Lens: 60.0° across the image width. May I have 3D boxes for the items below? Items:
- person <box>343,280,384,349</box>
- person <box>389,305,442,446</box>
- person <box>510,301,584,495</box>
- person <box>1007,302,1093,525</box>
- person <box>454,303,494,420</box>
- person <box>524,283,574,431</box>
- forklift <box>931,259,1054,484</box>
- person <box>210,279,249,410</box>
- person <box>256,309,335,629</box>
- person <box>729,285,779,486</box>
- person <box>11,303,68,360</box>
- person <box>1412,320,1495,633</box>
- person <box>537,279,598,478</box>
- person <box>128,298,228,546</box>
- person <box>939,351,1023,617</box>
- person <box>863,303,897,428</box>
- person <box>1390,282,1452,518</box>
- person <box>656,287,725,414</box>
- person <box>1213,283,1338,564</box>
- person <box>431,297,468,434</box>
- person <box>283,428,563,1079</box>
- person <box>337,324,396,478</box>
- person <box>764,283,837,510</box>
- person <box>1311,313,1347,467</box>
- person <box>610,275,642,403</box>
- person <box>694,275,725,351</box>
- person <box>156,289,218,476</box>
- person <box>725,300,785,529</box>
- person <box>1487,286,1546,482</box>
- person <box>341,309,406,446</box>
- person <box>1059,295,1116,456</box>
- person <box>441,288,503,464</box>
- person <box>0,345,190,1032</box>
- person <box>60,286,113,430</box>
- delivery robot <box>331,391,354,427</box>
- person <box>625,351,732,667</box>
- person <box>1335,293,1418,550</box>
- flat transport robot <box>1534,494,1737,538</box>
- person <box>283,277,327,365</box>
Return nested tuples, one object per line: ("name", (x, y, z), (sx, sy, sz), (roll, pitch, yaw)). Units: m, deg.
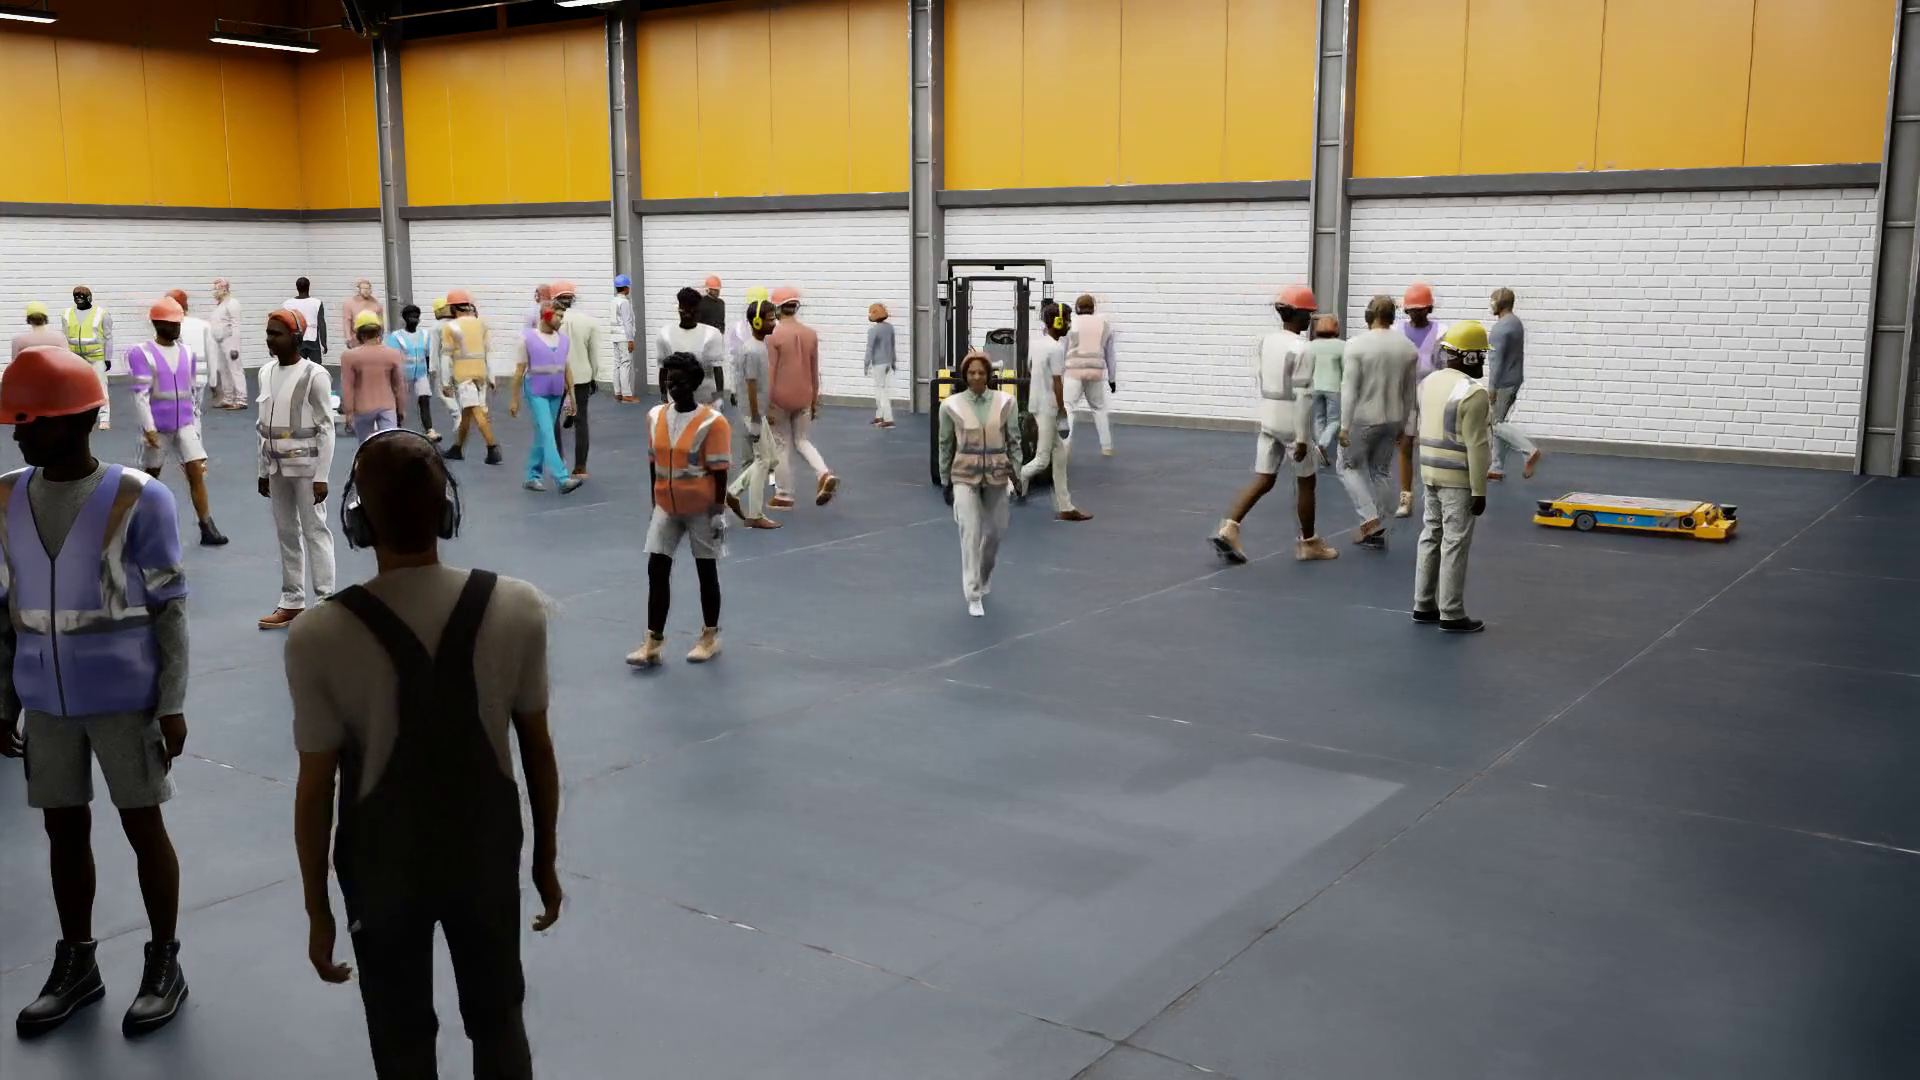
("person", (-9.626, -3.262, 26.875), (0.647, 1.856, 1.033), (-5, 11, -28))
("person", (-6.429, -1.929, 19.515), (0.551, 1.634, 0.915), (-9, 13, -42))
("person", (-3.783, -1.306, 15.404), (0.970, 1.785, 0.609), (7, 12, 36))
("person", (0.660, -1.035, 13.662), (0.854, 1.830, 0.546), (-2, 10, -12))
("person", (-6.551, -2.383, 22.335), (0.685, 1.603, 0.532), (6, 11, 34))
("person", (-5.144, -2.282, 20.910), (0.683, 1.886, 0.553), (-9, 13, -42))
("forklift", (0.370, -1.738, 16.759), (1.214, 2.155, 2.313), (1, 10, 3))
("person", (-10.677, -2.829, 24.205), (0.418, 1.891, 0.726), (-9, 13, -43))
("person", (-3.886, -0.398, 9.702), (0.574, 1.885, 0.355), (5, 11, 28))
("person", (-1.930, -1.480, 16.011), (0.587, 1.927, 0.363), (0, 10, 1))
("person", (-9.681, -1.634, 17.535), (0.545, 1.711, 0.898), (-7, 12, -35))
("person", (2.889, -0.364, 9.692), (0.403, 1.826, 0.596), (-3, 10, -16))
("person", (-3.926, -1.607, 16.649), (0.641, 1.973, 0.644), (-5, 11, -27))
("person", (-6.072, -0.904, 12.730), (1.004, 1.893, 0.549), (7, 12, 35))
("person", (0.113, -0.372, 10.326), (0.518, 1.619, 0.644), (-2, 10, -11))
("person", (-1.086, -2.267, 21.606), (0.592, 1.607, 0.537), (6, 11, 34))
("person", (3.966, -1.217, 14.284), (0.635, 1.999, 0.975), (5, 11, 25))
("person", (-2.372, -1.247, 14.632), (0.608, 1.921, 0.836), (-1, 10, -4))
("person", (2.263, -0.813, 11.841), (0.939, 2.016, 0.621), (-5, 11, -28))
("person", (-6.322, -2.156, 20.641), (0.403, 1.721, 0.534), (7, 12, 36))
("person", (-1.057, 0.690, 3.360), (0.529, 1.835, 0.508), (-5, 11, -29))
("person", (-5.669, -1.308, 16.009), (0.902, 1.595, 0.508), (6, 11, 32))
("person", (-1.413, -1.211, 14.292), (0.673, 1.974, 0.612), (9, 13, 44))
("person", (3.789, -1.539, 17.254), (0.517, 1.617, 0.546), (7, 12, 35))
("person", (-5.121, -3.053, 25.312), (0.377, 1.951, 0.609), (-6, 11, -32))
("person", (-3.854, -3.027, 25.187), (0.781, 1.950, 0.639), (6, 11, 31))
("person", (-7.854, -1.571, 16.707), (0.649, 1.871, 0.613), (5, 11, 29))
("person", (-1.662, -0.999, 13.374), (0.468, 1.852, 0.553), (-1, 10, -5))
("person", (5.332, -1.487, 16.077), (0.628, 1.920, 0.635), (5, 11, 28))
("person", (-5.066, -1.124, 14.443), (0.535, 1.751, 0.721), (-6, 11, -30))
("person", (1.395, -1.787, 18.294), (0.784, 1.793, 0.537), (-3, 10, -17))
("person", (-5.253, -1.752, 17.797), (1.054, 1.876, 0.550), (6, 12, 34))
("person", (-2.431, 0.430, 4.619), (0.550, 1.933, 0.375), (0, 10, 1))
("person", (-11.183, -2.326, 21.307), (0.627, 1.844, 0.429), (-1, 10, -9))
("delivery robot", (-7.752, -1.602, 20.540), (0.707, 0.478, 0.477), (1, 10, 5))
("person", (-1.491, -0.147, 8.772), (0.553, 1.677, 0.643), (4, 10, 24))
("person", (3.089, -0.878, 12.453), (0.649, 1.916, 0.446), (-4, 10, -21))
("flat transport robot", (5.427, -0.209, 13.369), (1.431, 0.197, 0.652), (6, 11, 31))
("person", (-9.704, -2.933, 24.691), (0.587, 1.920, 0.391), (-1, 10, -8))
